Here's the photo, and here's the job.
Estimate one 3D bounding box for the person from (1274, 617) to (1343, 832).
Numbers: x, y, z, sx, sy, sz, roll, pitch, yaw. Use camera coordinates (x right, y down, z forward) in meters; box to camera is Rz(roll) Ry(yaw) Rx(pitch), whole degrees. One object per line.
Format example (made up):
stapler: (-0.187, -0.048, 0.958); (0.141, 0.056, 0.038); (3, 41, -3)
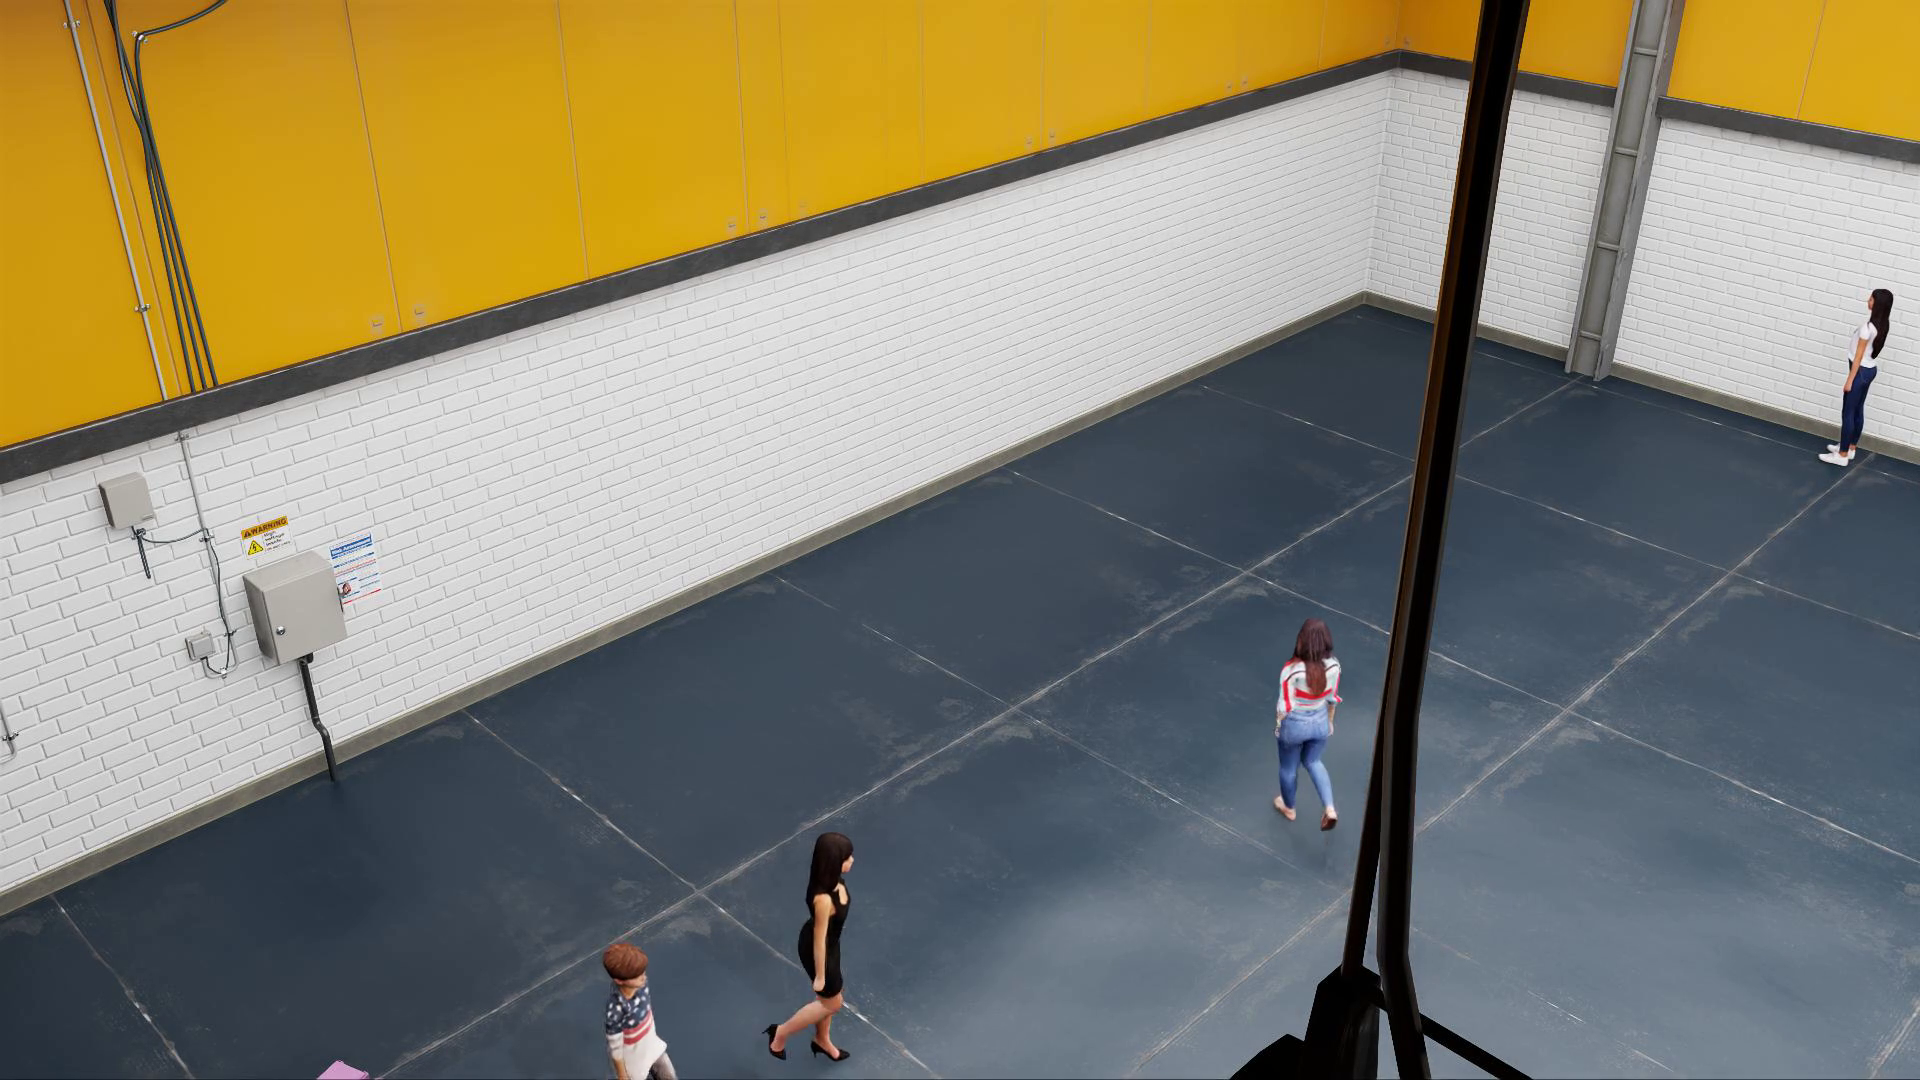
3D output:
person: (2.328, 1.272, 11.050); (0.821, 1.600, 0.959); (-8, 30, -14)

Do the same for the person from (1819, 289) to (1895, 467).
person: (8.735, -1.581, 16.096); (0.575, 1.774, 0.492); (-25, 37, -38)

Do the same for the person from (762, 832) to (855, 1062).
person: (-0.837, 2.276, 9.173); (0.890, 1.633, 0.831); (1, 29, 1)

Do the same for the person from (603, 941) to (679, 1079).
person: (-1.756, 2.650, 8.702); (0.661, 1.429, 0.631); (9, 30, 15)
